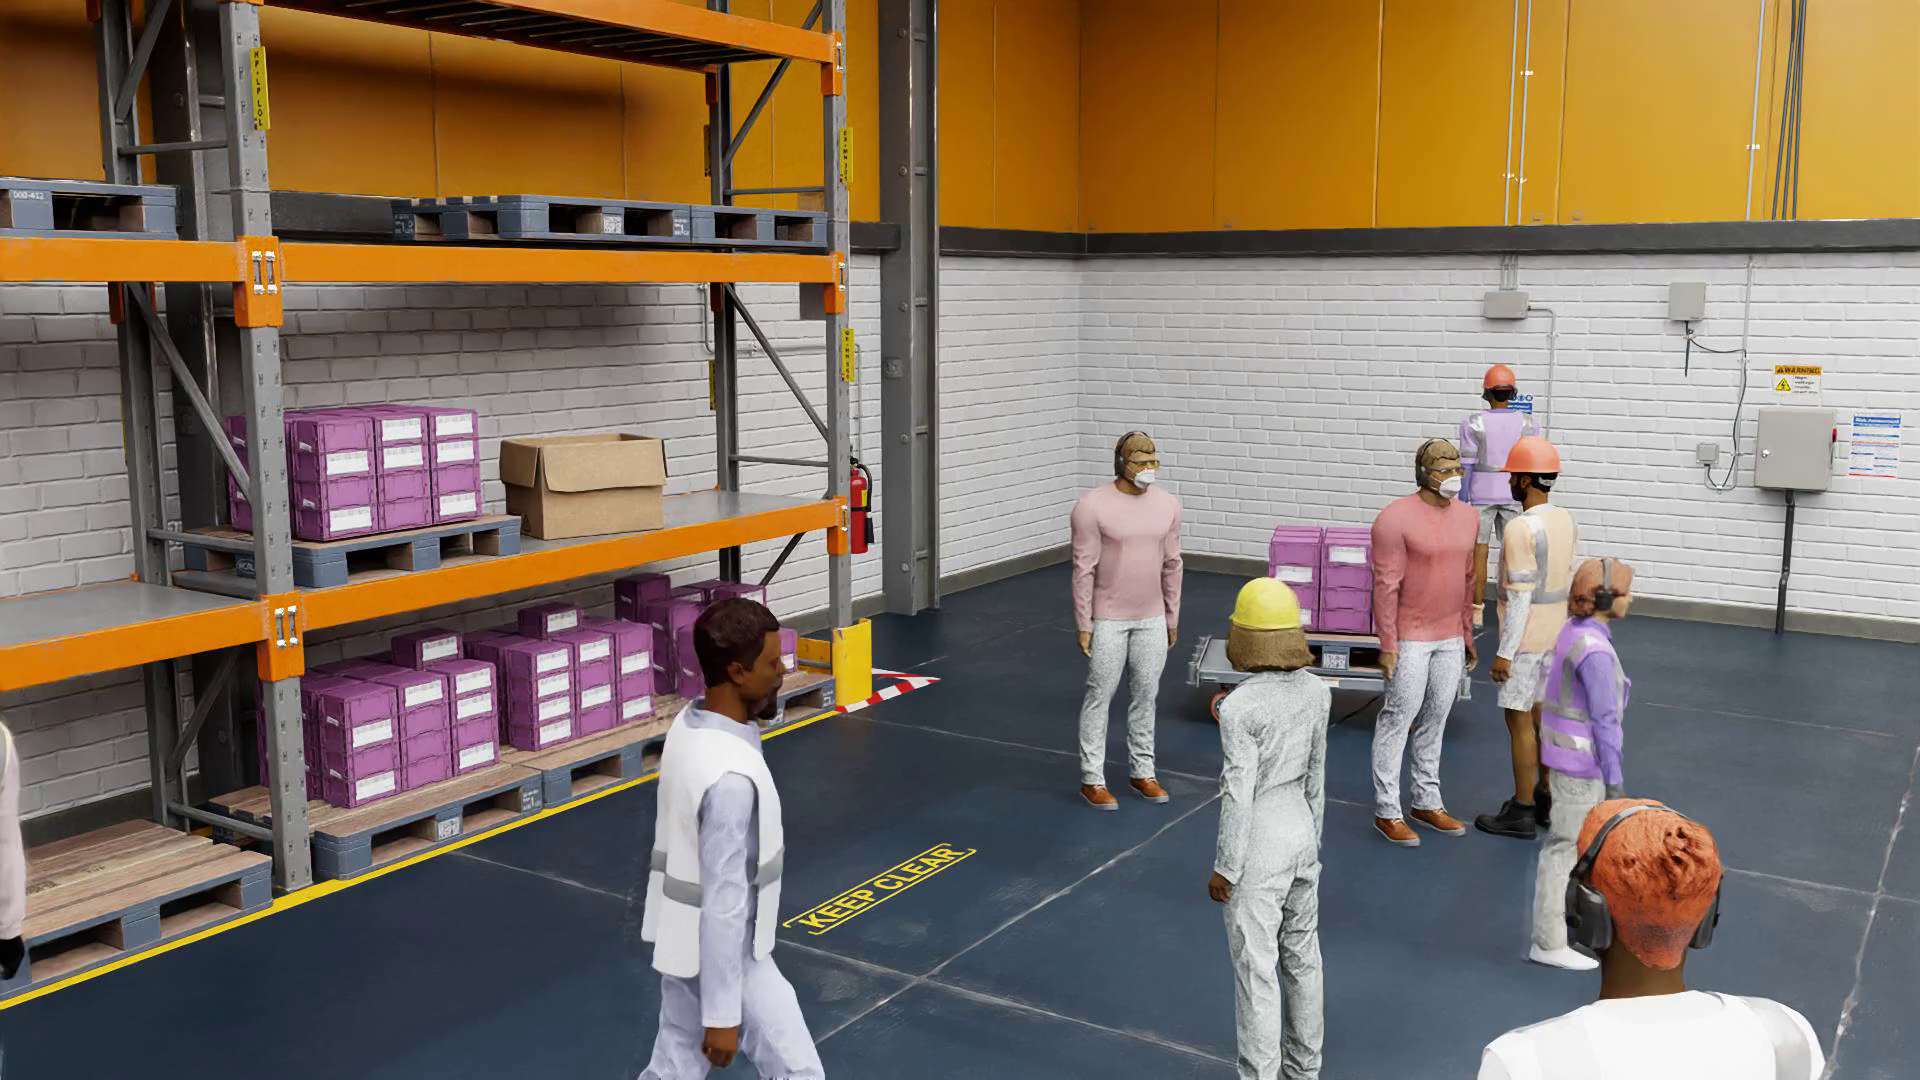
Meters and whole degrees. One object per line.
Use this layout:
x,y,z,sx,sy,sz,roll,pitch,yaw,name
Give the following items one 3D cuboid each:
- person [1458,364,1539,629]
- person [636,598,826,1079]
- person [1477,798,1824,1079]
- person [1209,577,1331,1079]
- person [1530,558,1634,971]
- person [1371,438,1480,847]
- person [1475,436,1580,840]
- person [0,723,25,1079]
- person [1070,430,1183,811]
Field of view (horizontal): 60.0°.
4.127,-0.329,12.834,0.607,2.048,0.366,0,9,1,person
-0.654,1.067,4.342,0.978,1.877,0.608,-3,9,-20,person
1.033,1.326,2.607,0.585,1.882,0.340,-2,9,-15,person
0.966,0.982,5.300,0.492,1.742,0.317,-8,12,-41,person
2.464,0.872,6.372,0.523,1.618,0.546,2,9,14,person
2.228,0.477,7.945,0.627,1.941,0.373,-5,10,-28,person
2.722,0.466,8.020,0.553,1.935,0.362,-9,12,-44,person
-2.755,1.087,4.351,0.430,1.832,0.636,3,9,16,person
0.853,0.403,8.471,0.630,1.932,0.361,-4,9,-23,person
